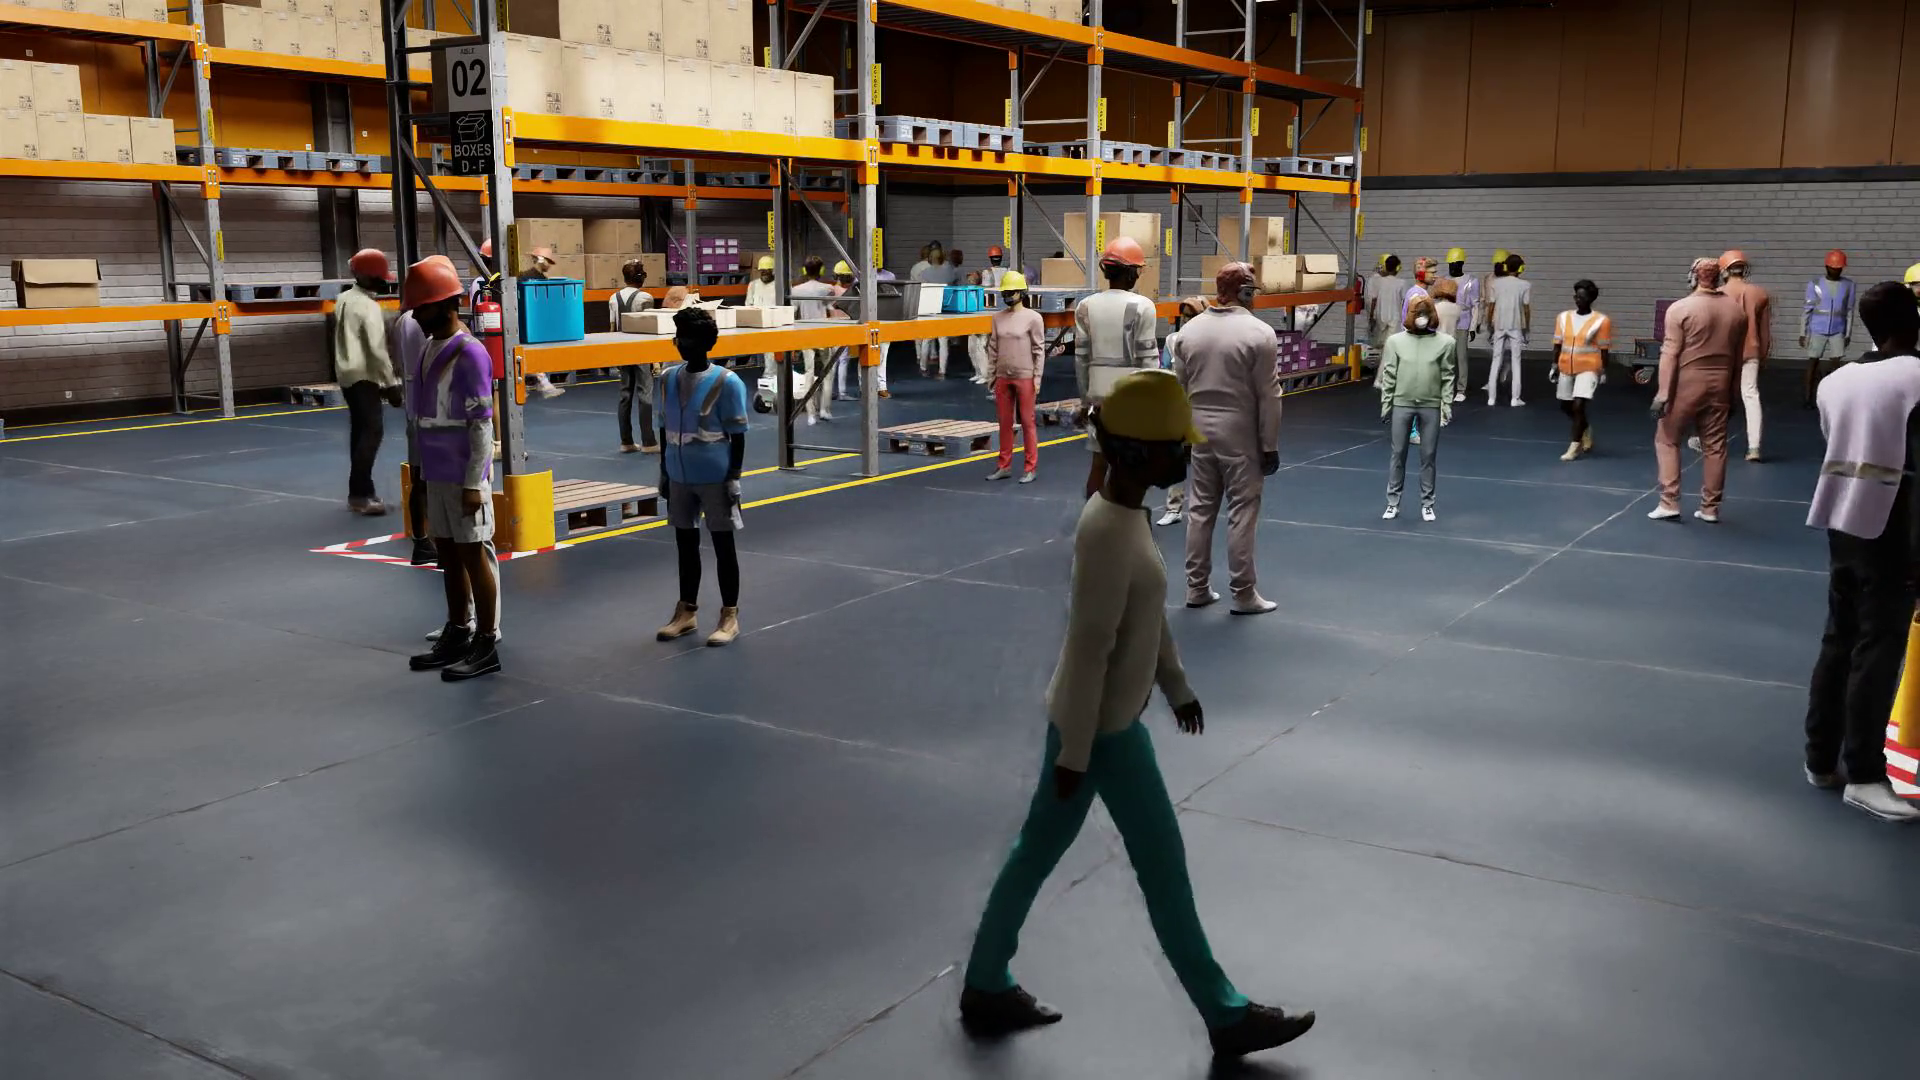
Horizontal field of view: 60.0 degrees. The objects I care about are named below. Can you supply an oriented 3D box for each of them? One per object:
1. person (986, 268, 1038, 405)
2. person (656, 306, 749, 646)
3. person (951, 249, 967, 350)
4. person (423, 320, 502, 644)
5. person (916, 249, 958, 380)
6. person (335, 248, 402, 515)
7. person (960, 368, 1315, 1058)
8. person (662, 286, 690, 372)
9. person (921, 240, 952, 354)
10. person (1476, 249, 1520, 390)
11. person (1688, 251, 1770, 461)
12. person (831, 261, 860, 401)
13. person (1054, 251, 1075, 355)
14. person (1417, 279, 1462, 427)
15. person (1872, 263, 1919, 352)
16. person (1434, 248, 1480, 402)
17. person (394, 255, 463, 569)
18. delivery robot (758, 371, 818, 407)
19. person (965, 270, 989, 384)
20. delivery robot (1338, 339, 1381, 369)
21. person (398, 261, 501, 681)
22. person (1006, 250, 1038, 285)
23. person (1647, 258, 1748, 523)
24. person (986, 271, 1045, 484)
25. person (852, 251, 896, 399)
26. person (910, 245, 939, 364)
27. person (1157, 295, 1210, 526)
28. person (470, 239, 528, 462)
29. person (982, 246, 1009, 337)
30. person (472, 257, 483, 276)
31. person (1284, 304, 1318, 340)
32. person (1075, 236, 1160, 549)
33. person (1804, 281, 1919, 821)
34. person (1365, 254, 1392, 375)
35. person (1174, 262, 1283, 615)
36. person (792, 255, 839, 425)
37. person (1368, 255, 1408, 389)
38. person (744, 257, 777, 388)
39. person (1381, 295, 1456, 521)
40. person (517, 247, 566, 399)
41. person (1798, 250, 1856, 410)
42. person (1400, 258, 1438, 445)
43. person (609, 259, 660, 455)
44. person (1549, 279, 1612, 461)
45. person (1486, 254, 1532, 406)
[{"bbox_3d":[0.671,-2.493,20.393,0.504,1.700,0.905,8,13,36],"label":"person"},{"bbox_3d":[-1.296,-0.315,8.329,0.535,1.697,0.322,6,12,29],"label":"person"},{"bbox_3d":[-0.239,-4.414,30.607,0.696,1.864,0.594,-3,11,-15],"label":"person"},{"bbox_3d":[-2.480,-0.276,8.272,0.310,1.640,0.514,-10,14,-43],"label":"person"},{"bbox_3d":[-0.357,-3.309,24.402,0.638,1.880,1.020,-2,10,-12],"label":"person"},{"bbox_3d":[-4.427,-1.175,12.371,0.505,1.962,0.804,-8,13,-38],"label":"person"},{"bbox_3d":[0.408,0.434,4.125,0.901,1.715,0.533,1,10,3],"label":"person"},{"bbox_3d":[-2.472,-1.406,14.580,0.284,1.629,0.500,-1,10,-4],"label":"person"},{"bbox_3d":[-0.431,-4.318,29.556,0.700,2.000,0.536,5,11,24],"label":"person"},{"bbox_3d":[7.328,-2.989,22.561,0.711,1.912,0.597,-8,13,-38],"label":"person"},{"bbox_3d":[7.197,-1.709,15.446,0.686,1.922,1.068,0,10,1],"label":"person"},{"bbox_3d":[-1.514,-2.612,20.960,0.408,1.773,0.540,-4,11,-20],"label":"person"},{"bbox_3d":[1.814,-4.165,29.309,0.622,1.820,0.639,6,12,31],"label":"person"},{"bbox_3d":[5.217,-2.016,18.045,0.593,1.604,0.362,-7,12,-32],"label":"person"},{"bbox_3d":[7.849,-1.364,13.752,0.590,1.837,0.404,1,10,3],"label":"person"},{"bbox_3d":[6.197,-2.691,20.858,0.594,1.924,0.382,10,14,43],"label":"person"},{"bbox_3d":[-3.220,-0.784,10.292,0.545,1.932,0.387,7,12,32],"label":"person"},{"bbox_3d":[-1.997,-1.792,19.403,0.707,0.478,0.477,-10,14,-42],"label":"delivery robot"},{"bbox_3d":[0.254,-2.994,23.402,0.423,1.607,0.537,-4,11,-19],"label":"person"},{"bbox_3d":[5.944,-2.751,24.734,0.477,0.478,0.707,-4,11,-23],"label":"delivery robot"},{"bbox_3d":[-2.369,-0.315,7.690,0.373,1.929,0.542,-9,14,-42],"label":"person"},{"bbox_3d":[0.907,-3.693,26.453,0.641,1.913,0.408,-3,11,-15],"label":"person"},{"bbox_3d":[5.288,-1.057,11.928,0.669,1.889,0.417,-2,10,-13],"label":"person"},{"bbox_3d":[0.451,-1.351,13.879,0.533,1.767,0.323,7,12,34],"label":"person"},{"bbox_3d":[-1.078,-2.749,21.147,0.635,1.937,0.352,-7,12,-33],"label":"person"},{"bbox_3d":[-0.528,-3.847,27.231,0.631,1.940,0.372,8,13,39],"label":"person"},{"bbox_3d":[1.642,-0.895,11.704,0.513,1.639,0.311,6,12,30],"label":"person"},{"bbox_3d":[-4.234,-1.739,15.261,0.391,2.040,0.614,-9,13,-40],"label":"person"},{"bbox_3d":[0.567,-3.603,25.899,0.544,1.933,0.376,-6,12,-29],"label":"person"},{"bbox_3d":[-5.951,-2.747,21.295,0.557,1.899,0.781,-1,10,-5],"label":"person"},{"bbox_3d":[5.356,-3.618,26.342,0.643,1.810,0.643,-6,12,-32],"label":"person"},{"bbox_3d":[1.021,-0.906,10.642,0.605,2.045,0.377,8,13,38],"label":"person"},{"bbox_3d":[3.312,0.024,5.979,0.384,1.878,0.752,-2,10,-9],"label":"person"},{"bbox_3d":[6.323,-3.384,25.014,0.596,1.812,0.424,-8,13,-39],"label":"person"},{"bbox_3d":[1.478,-0.551,9.063,0.649,1.904,0.401,10,14,43],"label":"person"},{"bbox_3d":[-1.570,-2.200,18.342,0.570,1.851,0.569,2,10,10],"label":"person"},{"bbox_3d":[5.899,-2.979,22.775,0.546,1.817,0.999,7,12,35],"label":"person"},{"bbox_3d":[-2.637,-2.898,22.368,0.593,1.788,0.895,4,11,20],"label":"person"},{"bbox_3d":[3.298,-0.947,12.007,0.509,1.631,0.270,3,11,17],"label":"person"},{"bbox_3d":[-5.412,-2.772,21.291,0.883,1.928,0.686,3,11,15],"label":"person"},{"bbox_3d":[10.311,-2.488,19.788,0.579,1.912,0.466,3,11,17],"label":"person"},{"bbox_3d":[4.537,-1.867,16.515,0.377,1.844,0.570,3,11,18],"label":"person"},{"bbox_3d":[-3.062,-1.726,15.733,0.504,1.847,0.345,5,11,25],"label":"person"},{"bbox_3d":[5.776,-1.583,15.414,0.707,1.674,0.535,-9,14,-41],"label":"person"},{"bbox_3d":[6.705,-2.561,20.368,0.525,1.852,0.358,5,12,27],"label":"person"}]
